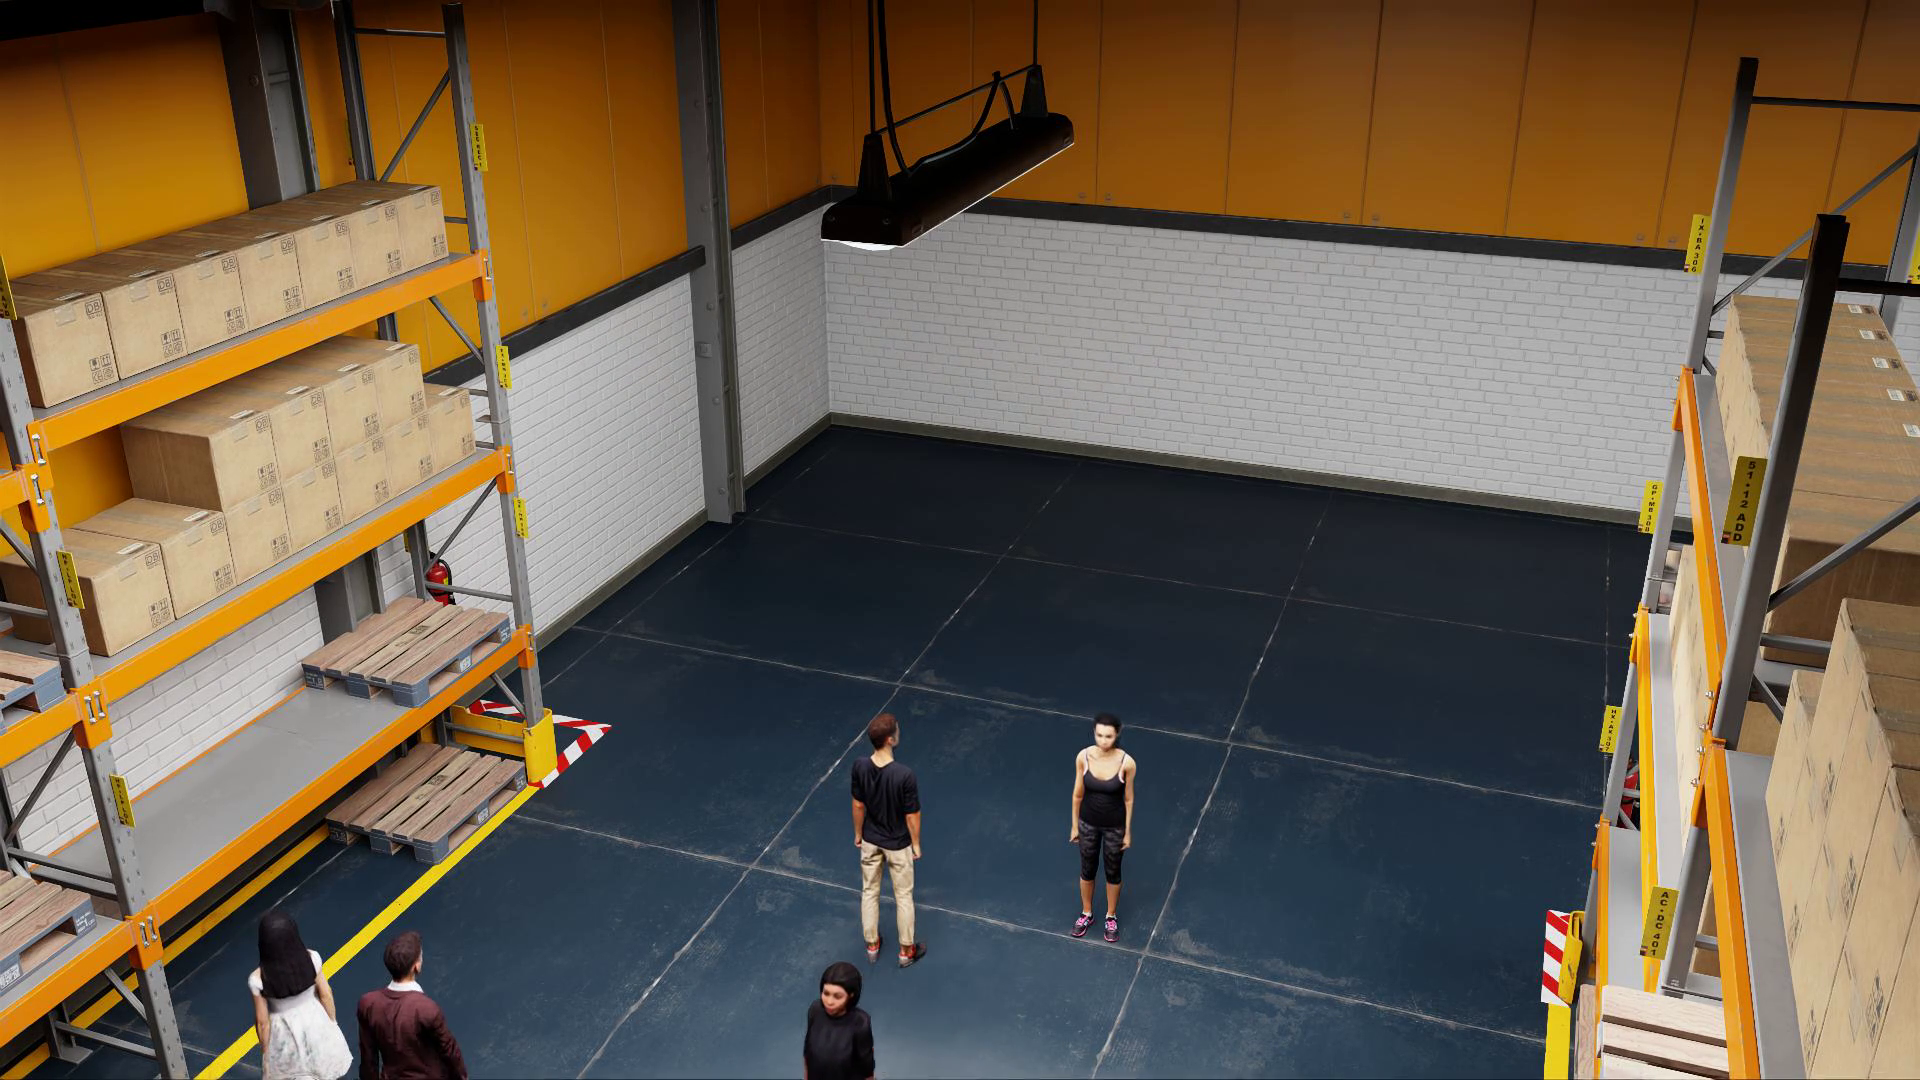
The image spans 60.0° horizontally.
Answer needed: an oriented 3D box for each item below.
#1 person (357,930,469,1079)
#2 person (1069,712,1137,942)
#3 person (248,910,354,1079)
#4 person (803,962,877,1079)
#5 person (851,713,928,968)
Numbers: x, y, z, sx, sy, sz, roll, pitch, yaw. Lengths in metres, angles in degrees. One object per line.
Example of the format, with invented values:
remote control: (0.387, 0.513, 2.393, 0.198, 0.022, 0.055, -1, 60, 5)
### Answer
person: (-2.921, 2.981, 8.814, 0.674, 1.831, 1.208, 7, 25, 16)
person: (0.978, 1.939, 11.327, 0.583, 1.728, 0.549, 6, 24, 14)
person: (-3.668, 2.816, 9.264, 0.751, 1.774, 0.834, -17, 29, -34)
person: (-0.623, 2.959, 9.050, 0.596, 1.683, 0.590, 7, 25, 16)
person: (-0.485, 1.996, 11.036, 0.620, 1.856, 0.511, 8, 25, 18)
